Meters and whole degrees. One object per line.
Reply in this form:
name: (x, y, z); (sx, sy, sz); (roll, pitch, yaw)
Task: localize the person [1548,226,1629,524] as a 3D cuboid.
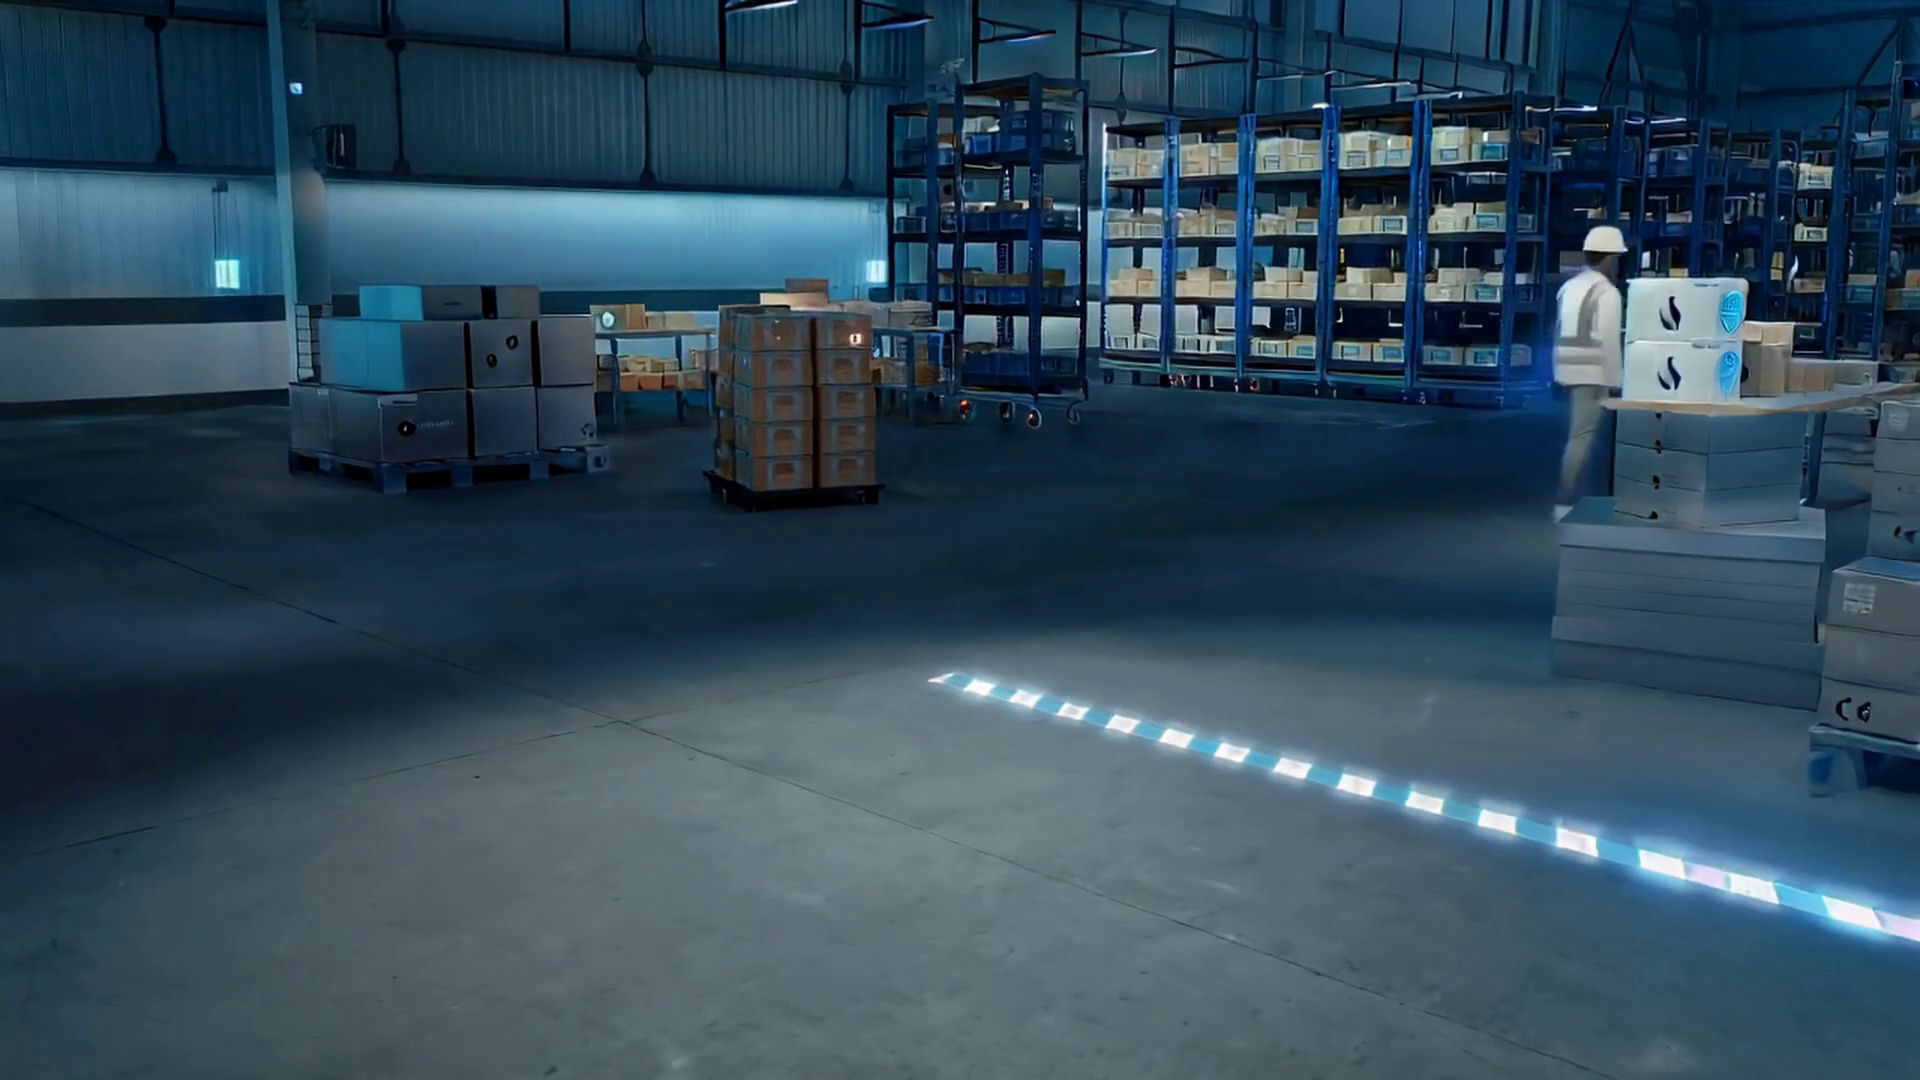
person: (4.145, -1.051, 10.777); (0.627, 1.927, 0.653); (-1, 10, -8)
